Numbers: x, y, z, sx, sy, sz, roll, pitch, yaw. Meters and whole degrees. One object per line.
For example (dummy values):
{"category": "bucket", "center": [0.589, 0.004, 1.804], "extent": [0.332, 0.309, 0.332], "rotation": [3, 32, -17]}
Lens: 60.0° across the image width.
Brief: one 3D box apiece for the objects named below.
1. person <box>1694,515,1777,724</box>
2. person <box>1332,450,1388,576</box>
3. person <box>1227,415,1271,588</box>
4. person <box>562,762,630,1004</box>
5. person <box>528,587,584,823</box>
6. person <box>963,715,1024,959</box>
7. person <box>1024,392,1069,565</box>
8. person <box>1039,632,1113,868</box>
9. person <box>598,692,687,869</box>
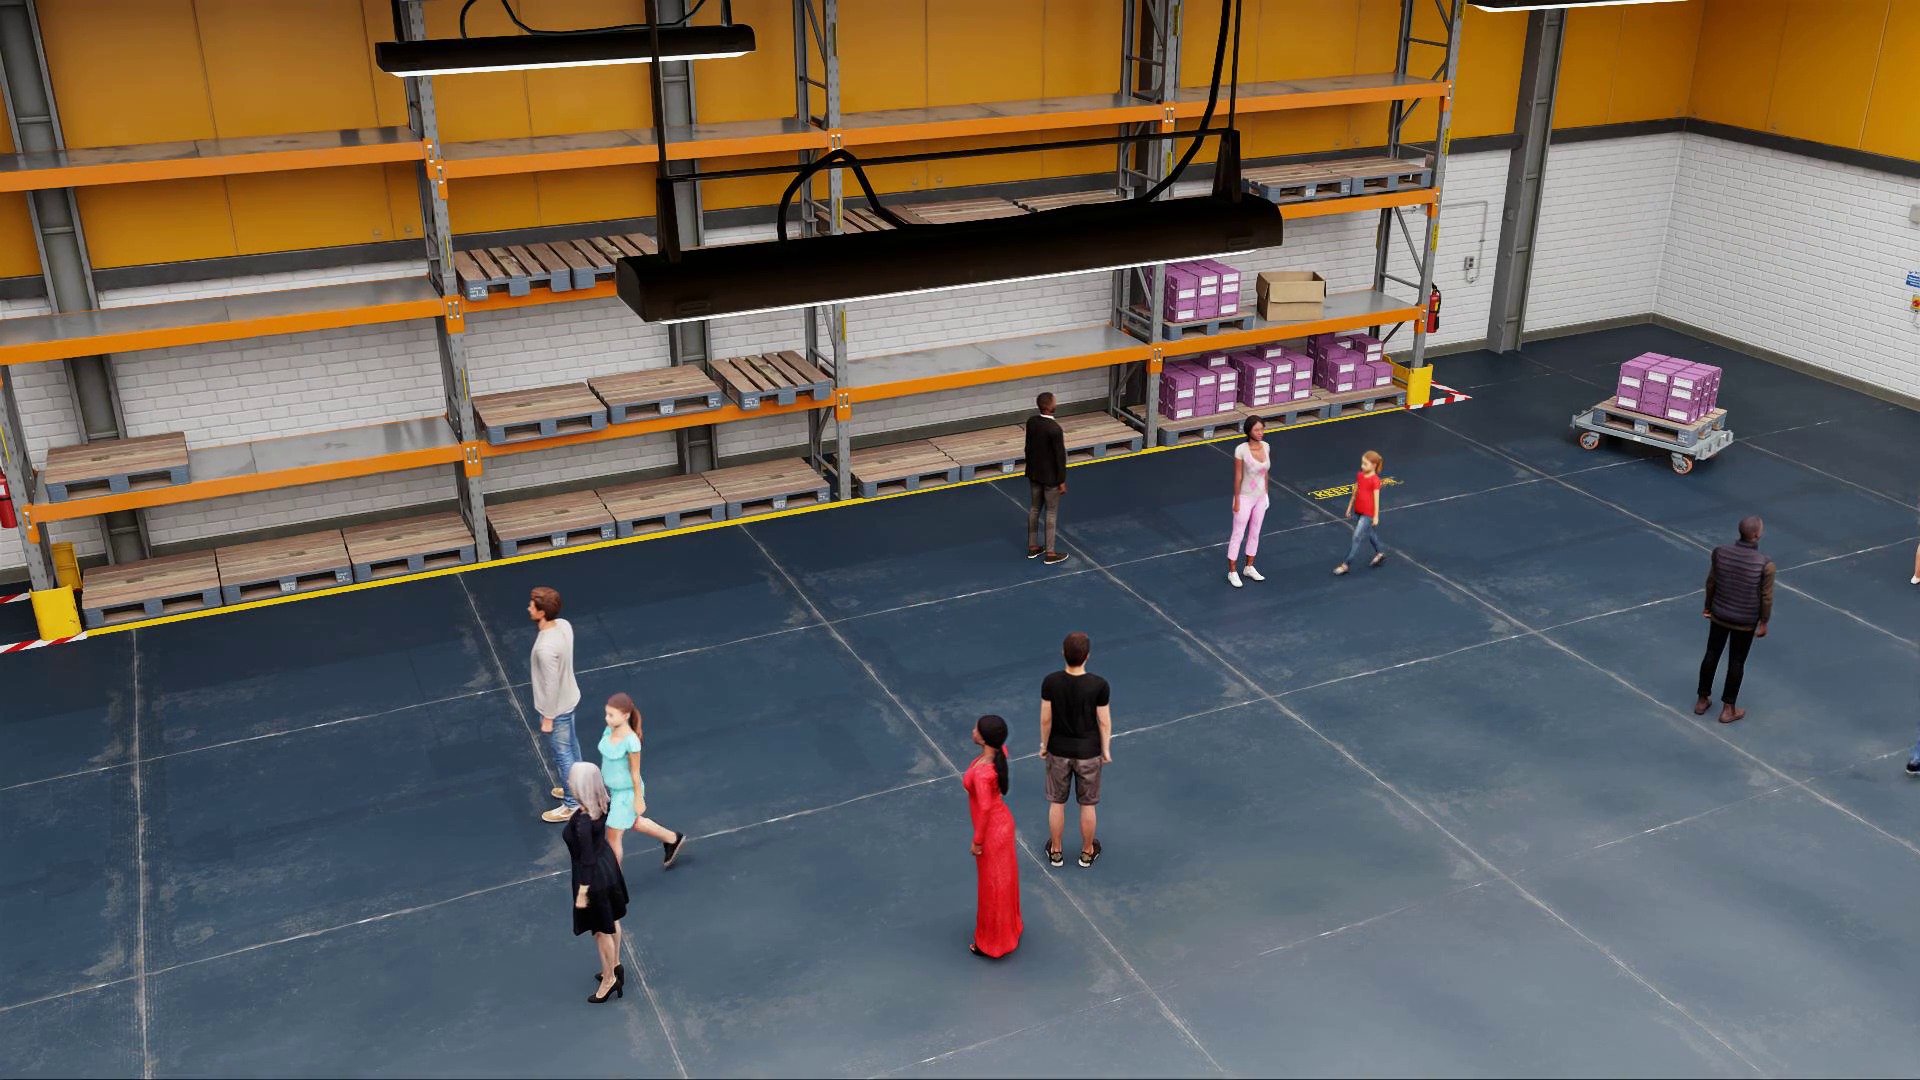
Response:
{"category": "person", "center": [6.473, 0.646, 13.920], "extent": [0.678, 1.835, 0.756], "rotation": [-19, 30, -37]}
{"category": "person", "center": [4.134, -0.285, 16.736], "extent": [0.903, 1.285, 0.514], "rotation": [-9, 25, -21]}
{"category": "person", "center": [2.862, -0.403, 16.434], "extent": [0.471, 1.742, 0.649], "rotation": [-13, 27, -27]}
{"category": "person", "center": [-2.319, 2.161, 10.564], "extent": [0.714, 1.747, 0.692], "rotation": [2, 24, 4]}
{"category": "person", "center": [-3.019, 1.222, 12.515], "extent": [0.754, 1.905, 0.755], "rotation": [1, 24, 3]}
{"category": "person", "center": [0.213, 1.948, 11.005], "extent": [0.800, 1.783, 0.746], "rotation": [7, 24, 15]}
{"category": "person", "center": [0.866, -0.642, 16.910], "extent": [0.673, 1.799, 0.723], "rotation": [-20, 31, -38]}
{"category": "person", "center": [0.812, 1.503, 11.925], "extent": [0.722, 1.862, 0.835], "rotation": [3, 24, 7]}
{"category": "person", "center": [-2.312, 1.754, 11.756], "extent": [1.050, 1.536, 0.656], "rotation": [-15, 28, -31]}
